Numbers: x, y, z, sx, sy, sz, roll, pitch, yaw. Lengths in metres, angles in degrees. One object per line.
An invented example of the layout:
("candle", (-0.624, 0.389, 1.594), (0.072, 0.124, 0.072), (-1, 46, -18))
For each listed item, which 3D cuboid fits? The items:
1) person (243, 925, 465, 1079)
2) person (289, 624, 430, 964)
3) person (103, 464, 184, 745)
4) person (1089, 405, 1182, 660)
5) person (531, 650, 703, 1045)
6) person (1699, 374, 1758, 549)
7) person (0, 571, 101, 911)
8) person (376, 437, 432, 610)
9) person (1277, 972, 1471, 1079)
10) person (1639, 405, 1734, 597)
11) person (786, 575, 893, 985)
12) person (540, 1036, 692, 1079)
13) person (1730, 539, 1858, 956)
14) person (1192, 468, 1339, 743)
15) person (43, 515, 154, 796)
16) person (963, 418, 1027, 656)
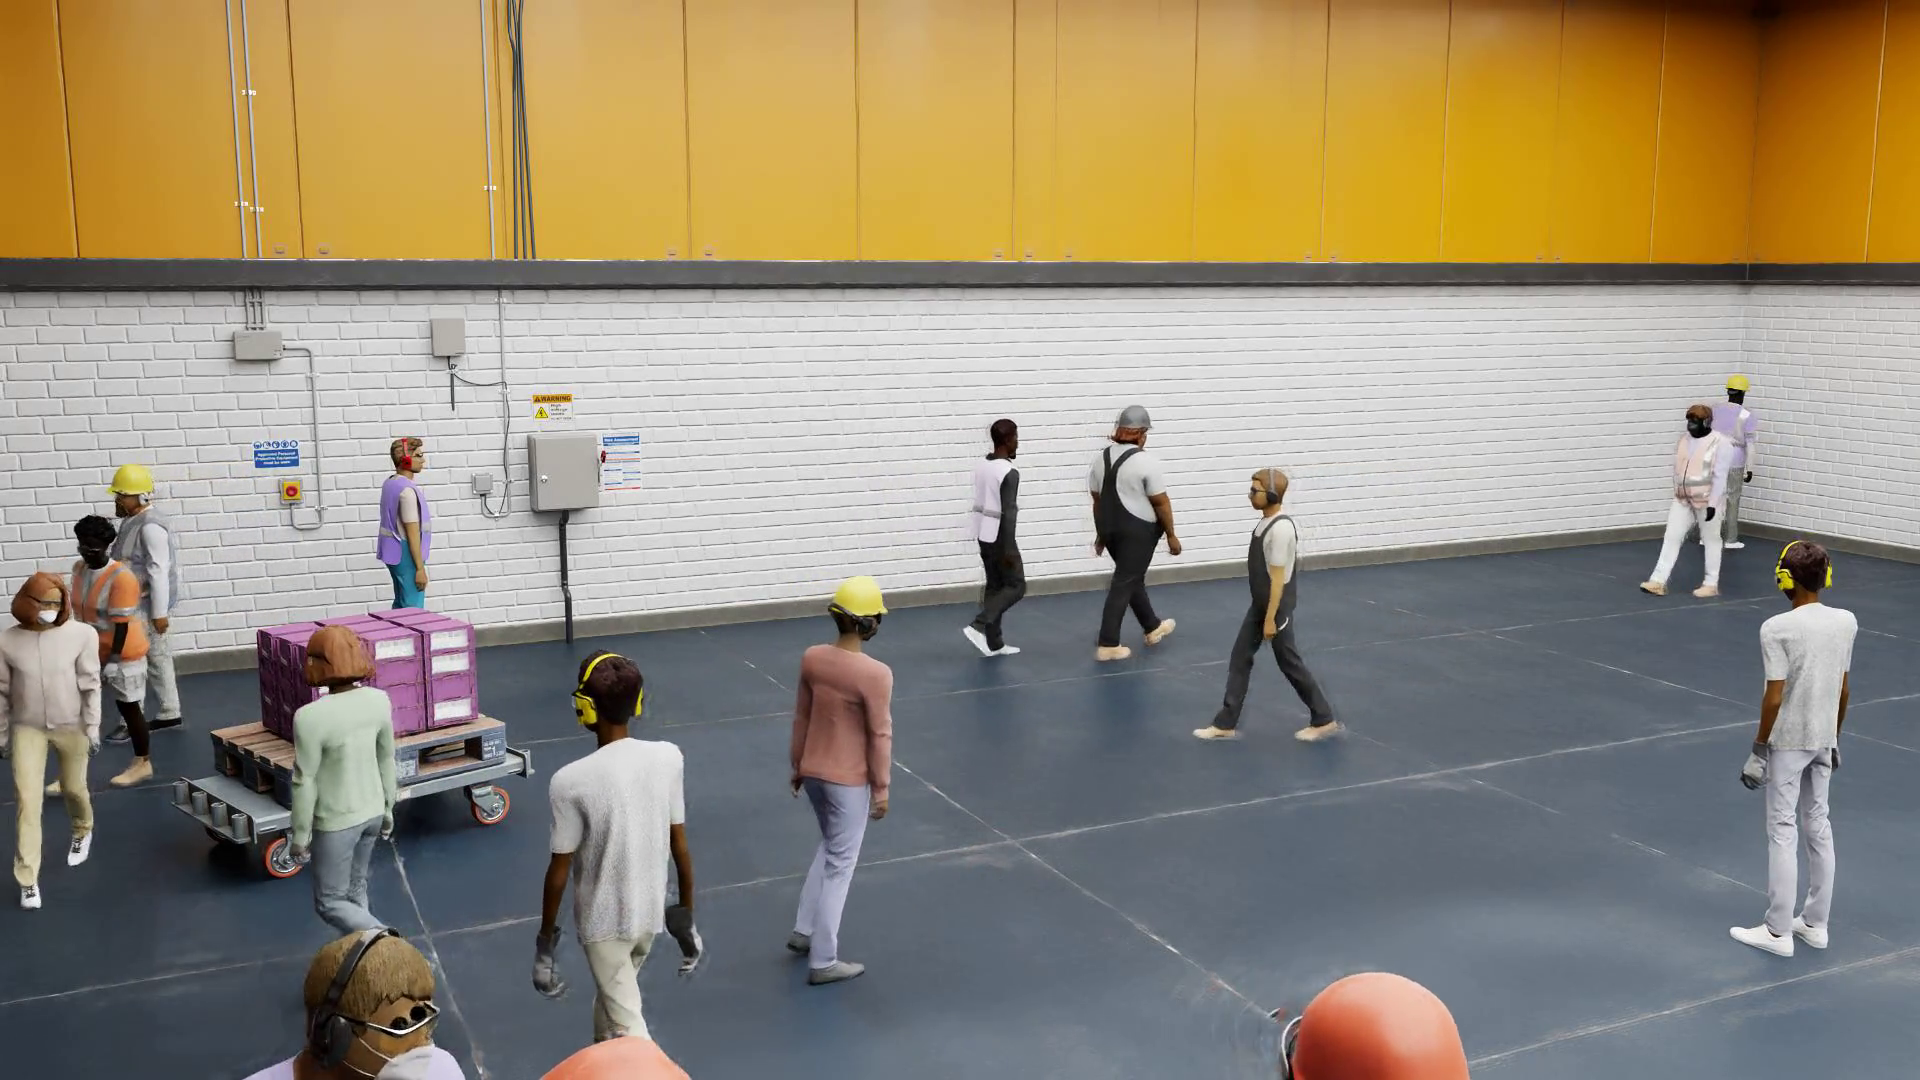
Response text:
("person", (-1.172, 1.613, 3.111), (1.026, 1.859, 0.638), (4, 10, 24))
("person", (-2.436, 1.147, 6.750), (0.613, 1.616, 0.503), (4, 10, 22))
("person", (-5.360, 0.402, 10.801), (0.516, 1.808, 0.671), (-6, 11, -33))
("person", (1.424, -0.097, 13.171), (1.001, 2.000, 0.698), (-6, 11, -34))
("person", (-1.095, 1.265, 5.411), (0.964, 1.830, 0.538), (8, 12, 40))
("person", (8.463, -0.860, 18.306), (0.404, 1.918, 0.580), (-8, 12, -40))
("person", (-4.498, 0.923, 8.219), (0.496, 1.599, 0.797), (-5, 10, -27))
("person", (-4.018, 0.176, 12.074), (0.388, 1.847, 0.564), (-6, 11, -33))
("person", (0.614, 1.627, 2.660), (0.613, 1.981, 0.424), (-9, 13, -44))
("person", (6.760, -0.340, 15.418), (0.895, 1.807, 0.628), (-5, 11, -30))
("person", (-0.523, 1.025, 7.172), (0.529, 1.746, 0.495), (9, 13, 43))
("person", (-0.438, 1.656, 2.276), (0.372, 2.047, 0.608), (-4, 10, -24))
("person", (3.710, 0.923, 7.406), (0.521, 1.861, 0.335), (-3, 10, -18))
("person", (2.015, 0.428, 10.665), (0.944, 1.805, 0.524), (-1, 9, -3))
("person", (-4.956, 0.671, 9.565), (0.558, 1.653, 0.707), (4, 10, 25))
("person", (0.273, -0.002, 13.005), (0.491, 1.903, 0.602), (-5, 10, -27))
